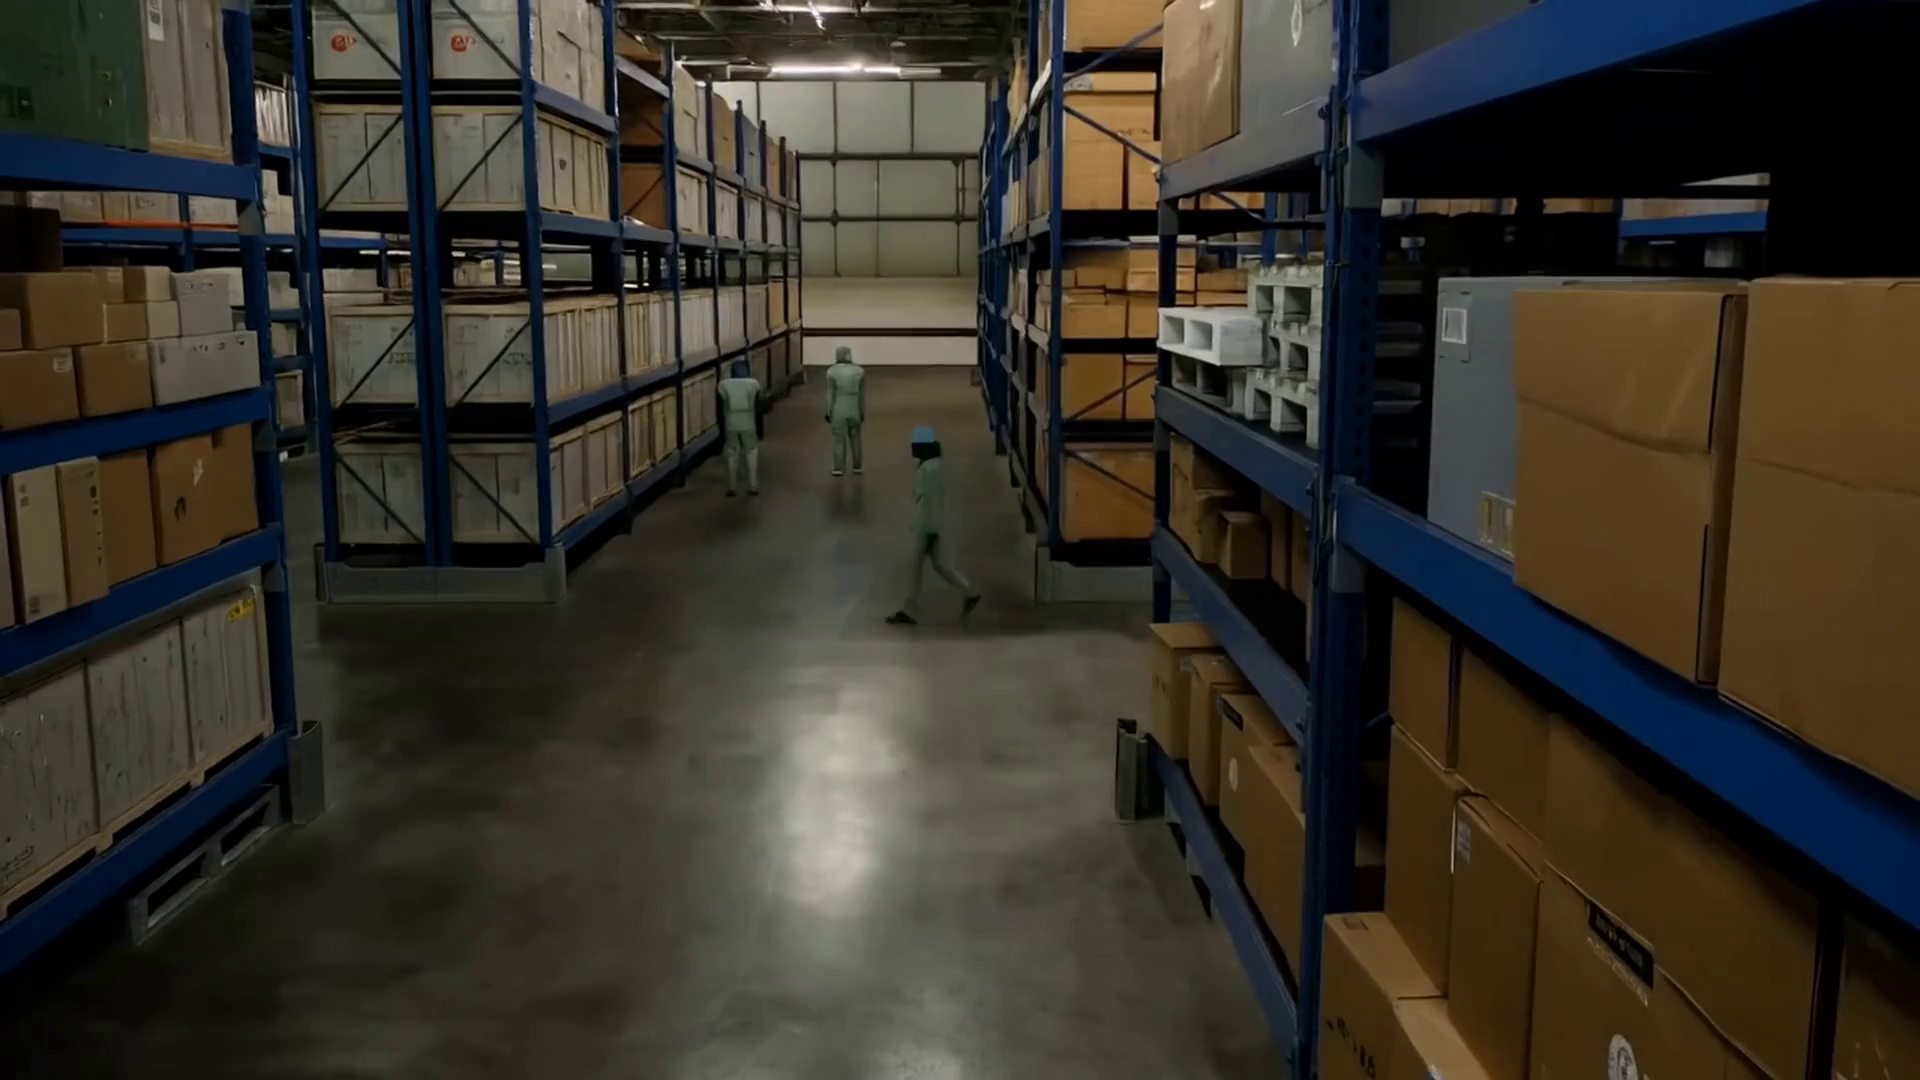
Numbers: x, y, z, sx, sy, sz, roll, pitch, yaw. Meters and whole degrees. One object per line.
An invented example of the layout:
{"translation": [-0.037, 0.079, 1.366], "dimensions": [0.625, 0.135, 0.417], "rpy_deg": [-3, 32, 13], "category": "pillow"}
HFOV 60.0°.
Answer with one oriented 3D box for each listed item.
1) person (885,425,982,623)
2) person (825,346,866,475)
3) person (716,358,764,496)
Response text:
{"translation": [-0.212, -0.137, 14.255], "dimensions": [0.789, 1.717, 0.497], "rpy_deg": [-1, 9, -4], "category": "person"}
{"translation": [-1.704, -1.911, 24.566], "dimensions": [0.643, 1.905, 0.399], "rpy_deg": [-4, 10, -24], "category": "person"}
{"translation": [-2.942, -1.509, 22.288], "dimensions": [0.627, 1.843, 0.429], "rpy_deg": [0, 9, -3], "category": "person"}
